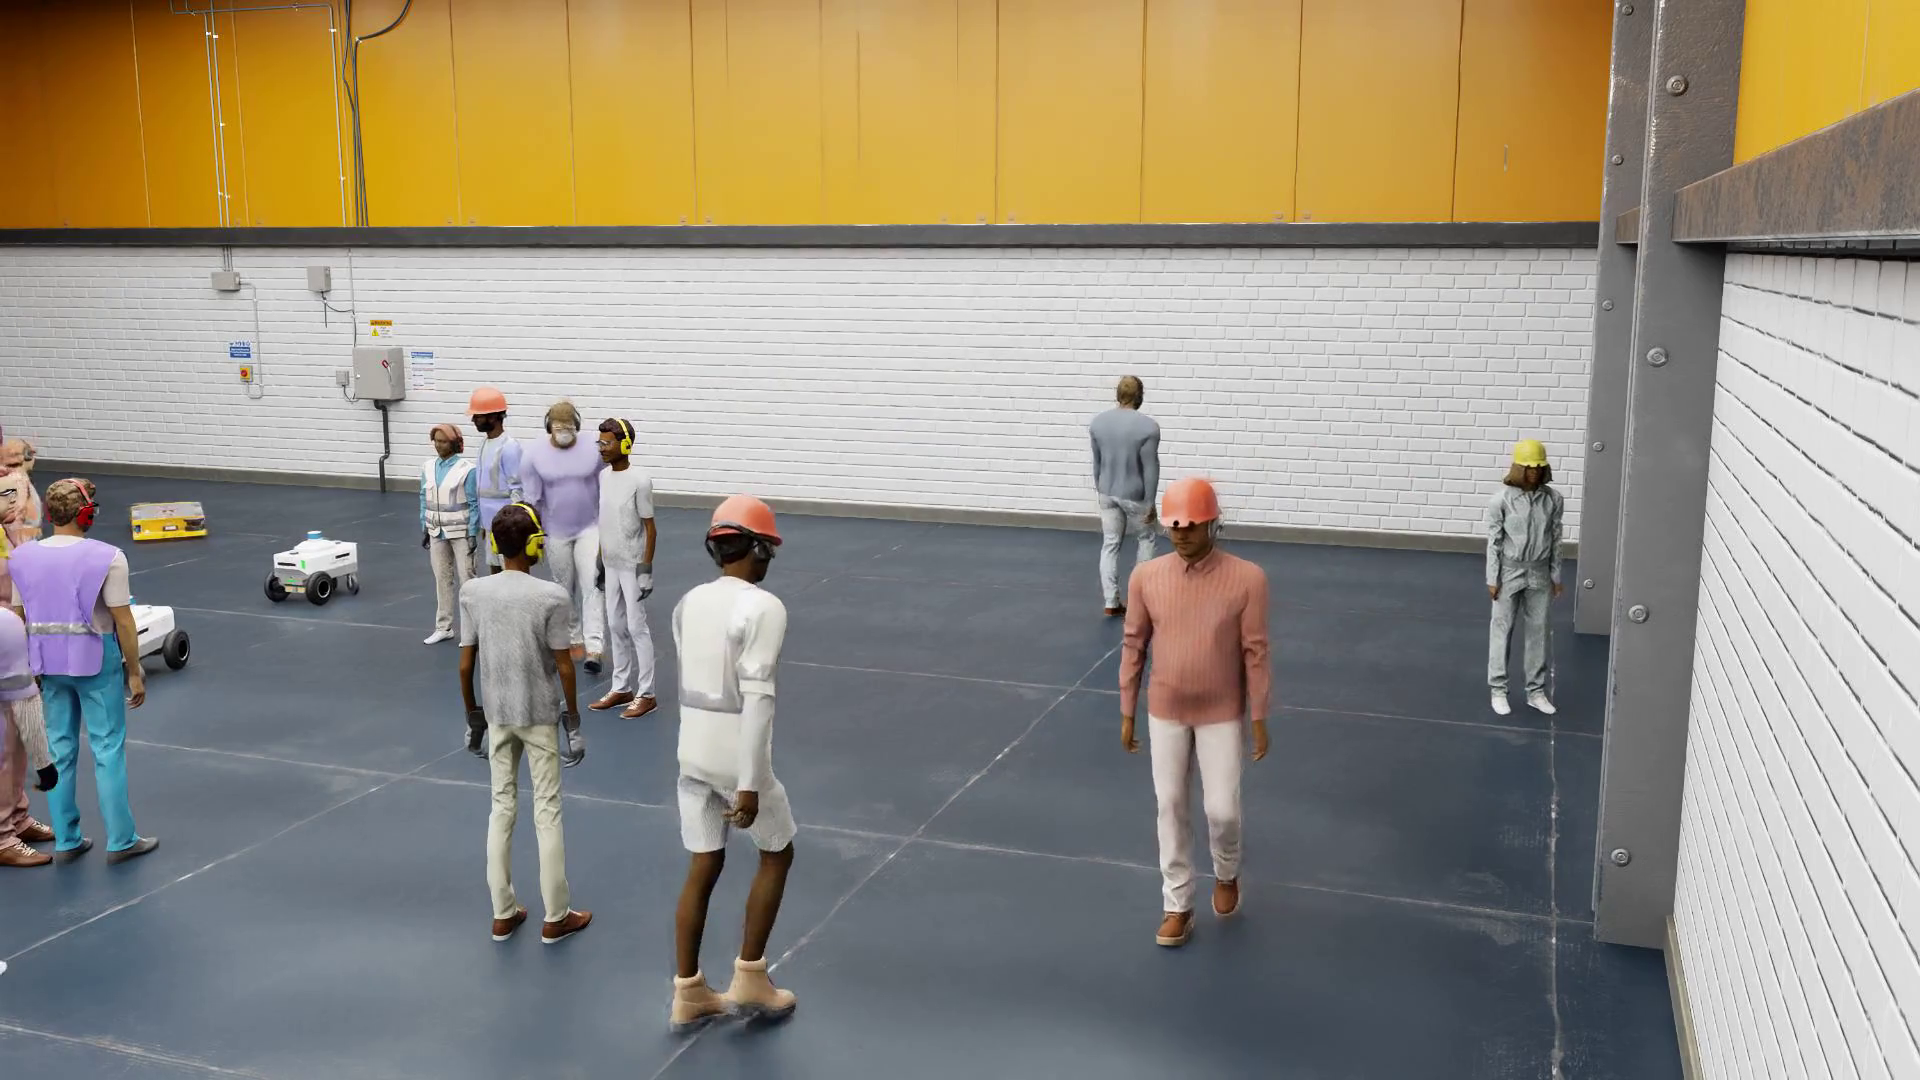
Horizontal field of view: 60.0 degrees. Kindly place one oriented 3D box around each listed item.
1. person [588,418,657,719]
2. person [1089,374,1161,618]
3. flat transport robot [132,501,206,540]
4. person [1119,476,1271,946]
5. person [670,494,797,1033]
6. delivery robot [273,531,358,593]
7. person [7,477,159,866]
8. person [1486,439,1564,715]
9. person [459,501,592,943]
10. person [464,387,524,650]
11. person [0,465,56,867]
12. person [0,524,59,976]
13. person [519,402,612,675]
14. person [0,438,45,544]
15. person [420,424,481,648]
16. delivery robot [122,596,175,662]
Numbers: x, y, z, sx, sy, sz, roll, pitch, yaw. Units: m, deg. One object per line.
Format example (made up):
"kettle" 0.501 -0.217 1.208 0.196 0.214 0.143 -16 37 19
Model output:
"person" -2.102 0.171 10.337 0.532 1.870 0.319 9 13 40
"person" 1.342 -0.346 13.134 0.631 1.919 0.672 6 12 32
"flat transport robot" -8.098 -0.214 17.007 0.652 0.197 1.431 -5 11 -25
"person" 0.975 0.708 6.982 0.649 1.982 0.464 4 11 22
"person" -0.867 0.838 6.270 0.647 1.980 0.684 9 13 41
"delivery robot" -5.337 0.169 13.785 0.477 0.478 0.707 3 10 18
"person" -4.146 0.629 7.827 0.572 1.843 0.373 0 10 2
"person" 3.520 0.235 10.359 0.489 1.740 0.319 -1 10 -8
"person" -1.836 0.769 6.992 0.535 1.861 0.309 2 10 10
"person" -3.280 -0.123 11.810 0.375 1.934 0.548 -8 13 -37
"person" -4.535 0.586 7.901 0.409 1.908 0.641 -3 10 -15
"person" -3.889 0.835 6.515 0.621 1.894 0.530 3 10 16
"person" -2.633 -0.011 11.373 0.693 1.864 1.024 -2 10 -12
"person" -6.430 0.102 11.479 0.643 1.592 0.575 -9 14 -42
"person" -3.715 -0.037 12.150 0.514 1.643 0.307 4 11 22
"delivery robot" -5.631 0.620 11.246 0.477 0.478 0.707 0 10 2
